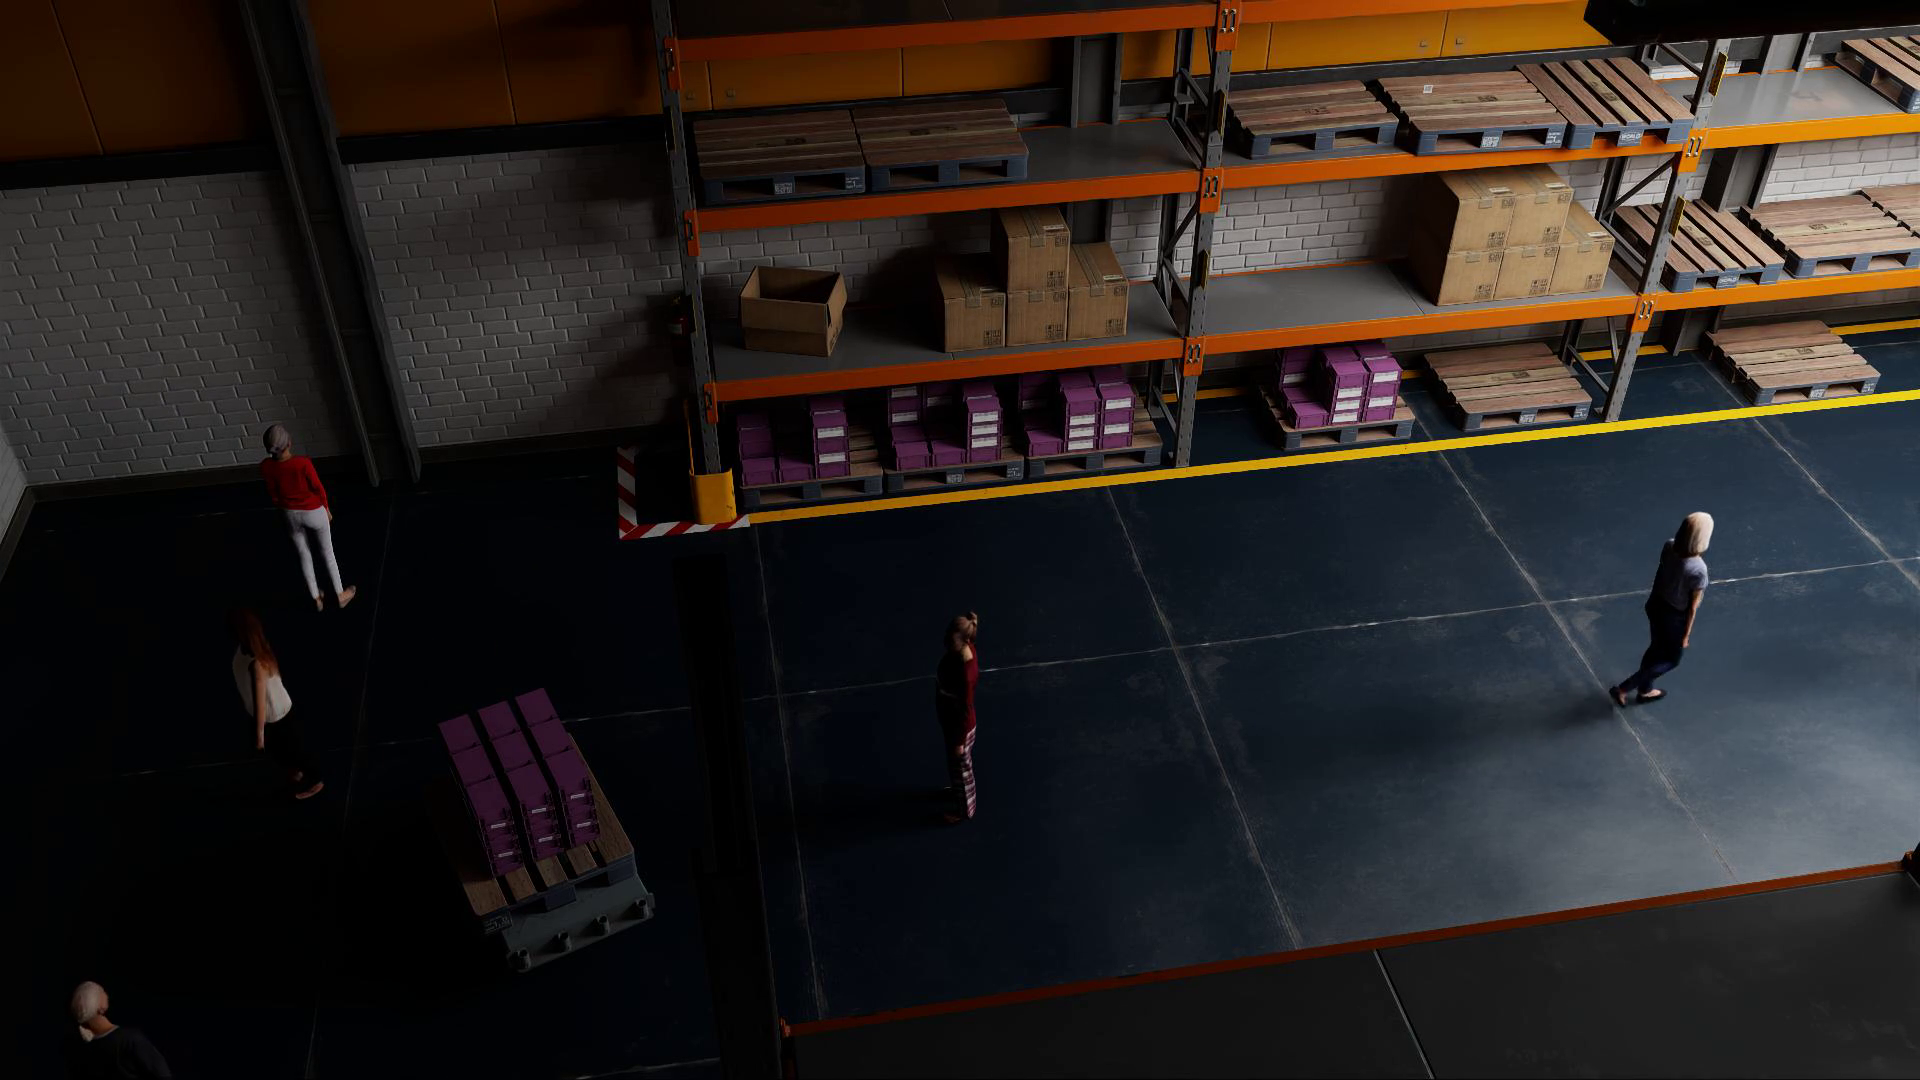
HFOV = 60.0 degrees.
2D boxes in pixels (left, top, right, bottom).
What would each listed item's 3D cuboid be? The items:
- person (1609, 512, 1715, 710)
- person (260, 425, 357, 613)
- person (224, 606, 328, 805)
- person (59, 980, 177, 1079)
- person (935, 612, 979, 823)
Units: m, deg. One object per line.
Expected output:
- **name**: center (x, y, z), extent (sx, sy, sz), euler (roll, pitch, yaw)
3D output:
- **person**: center (4.877, 0.541, 11.585), extent (0.836, 1.708, 0.644), euler (-11, 40, -13)
- **person**: center (-4.924, -0.168, 12.484), extent (0.484, 1.694, 0.602), euler (-5, 39, -6)
- **person**: center (-4.423, 1.089, 10.897), extent (0.688, 1.709, 0.673), euler (-20, 43, -23)
- **person**: center (-4.297, 2.882, 8.639), extent (0.468, 1.726, 0.686), euler (-4, 39, -5)
- **person**: center (-0.016, 1.160, 10.827), extent (0.500, 1.687, 0.628), euler (-4, 39, -6)
